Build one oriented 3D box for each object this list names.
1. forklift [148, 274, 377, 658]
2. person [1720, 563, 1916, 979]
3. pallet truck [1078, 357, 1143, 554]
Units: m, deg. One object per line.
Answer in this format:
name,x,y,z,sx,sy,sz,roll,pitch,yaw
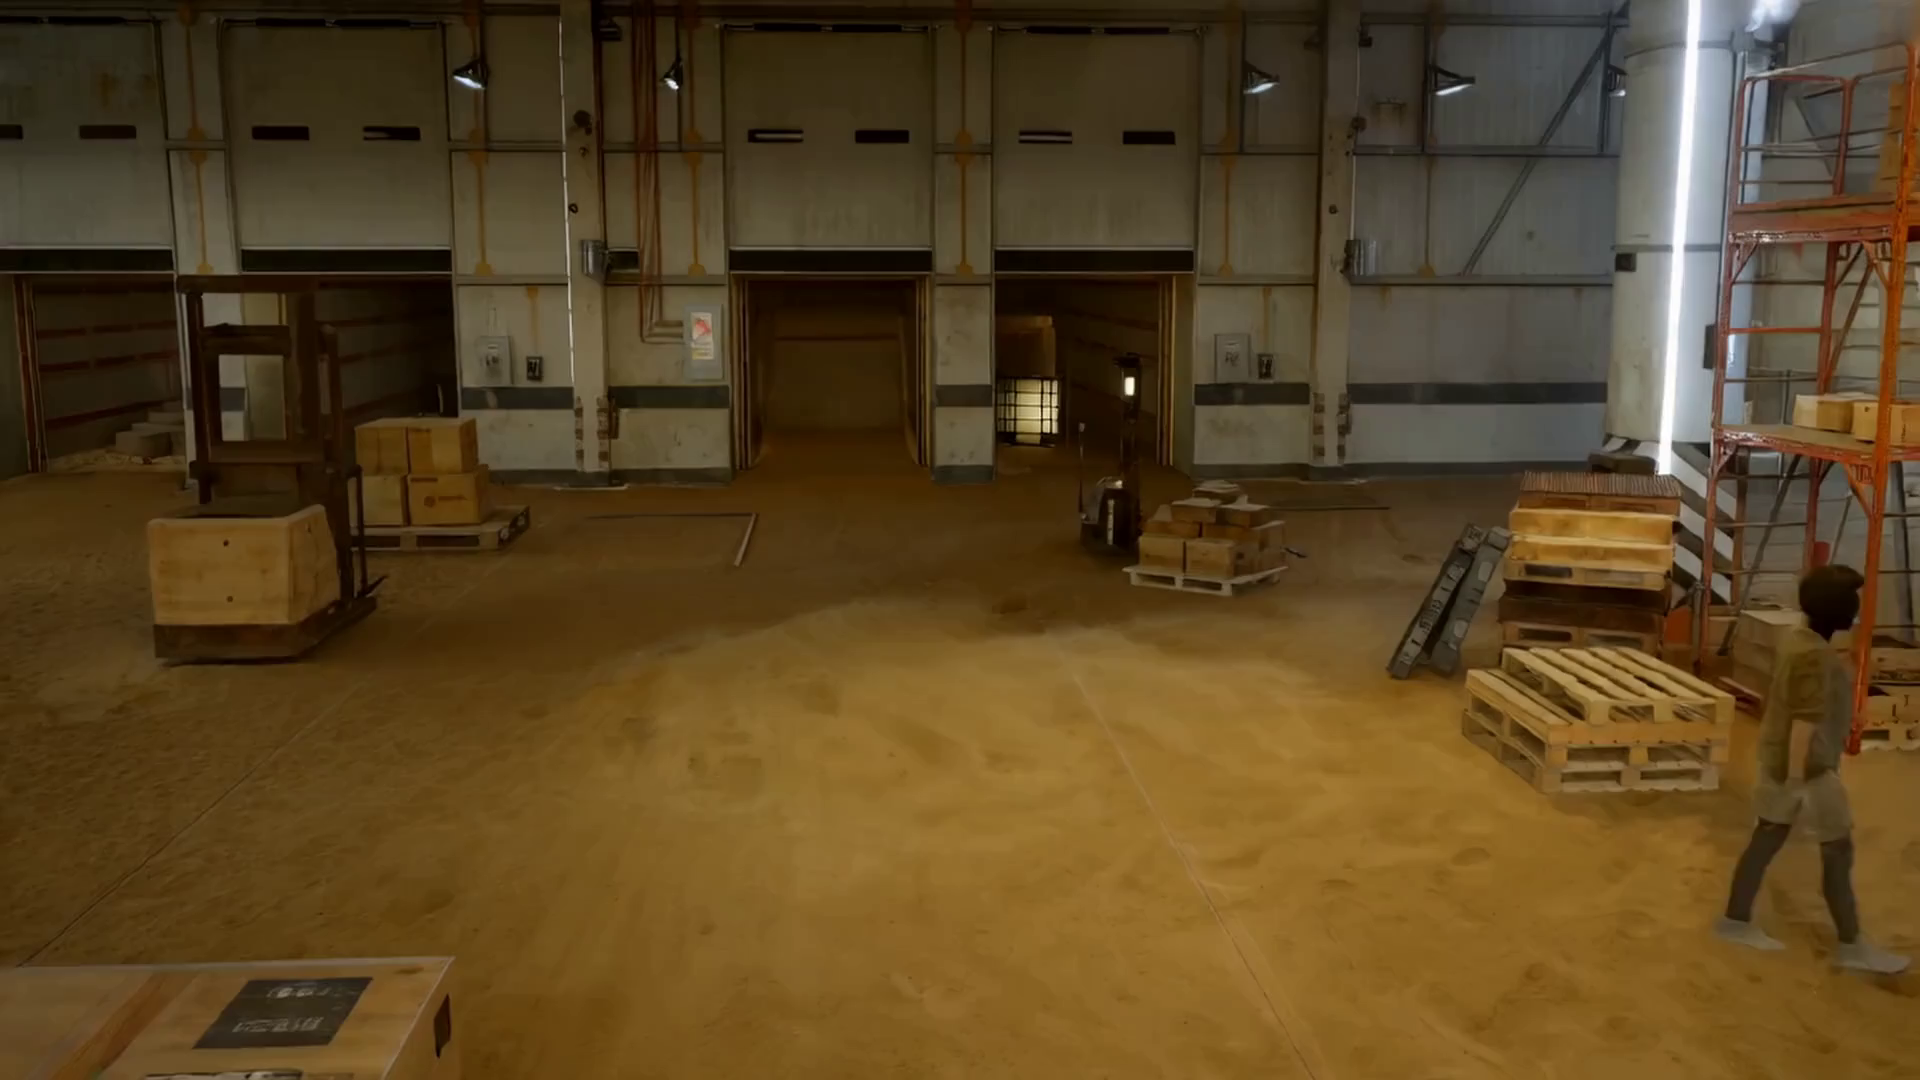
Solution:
forklift,-5.348,-0.627,12.681,1.129,2.768,1.873,-1,9,-4
person,3.526,0.922,6.717,0.790,1.660,0.542,3,10,20
pallet truck,2.088,-0.836,16.757,1.885,1.965,0.823,2,9,13
